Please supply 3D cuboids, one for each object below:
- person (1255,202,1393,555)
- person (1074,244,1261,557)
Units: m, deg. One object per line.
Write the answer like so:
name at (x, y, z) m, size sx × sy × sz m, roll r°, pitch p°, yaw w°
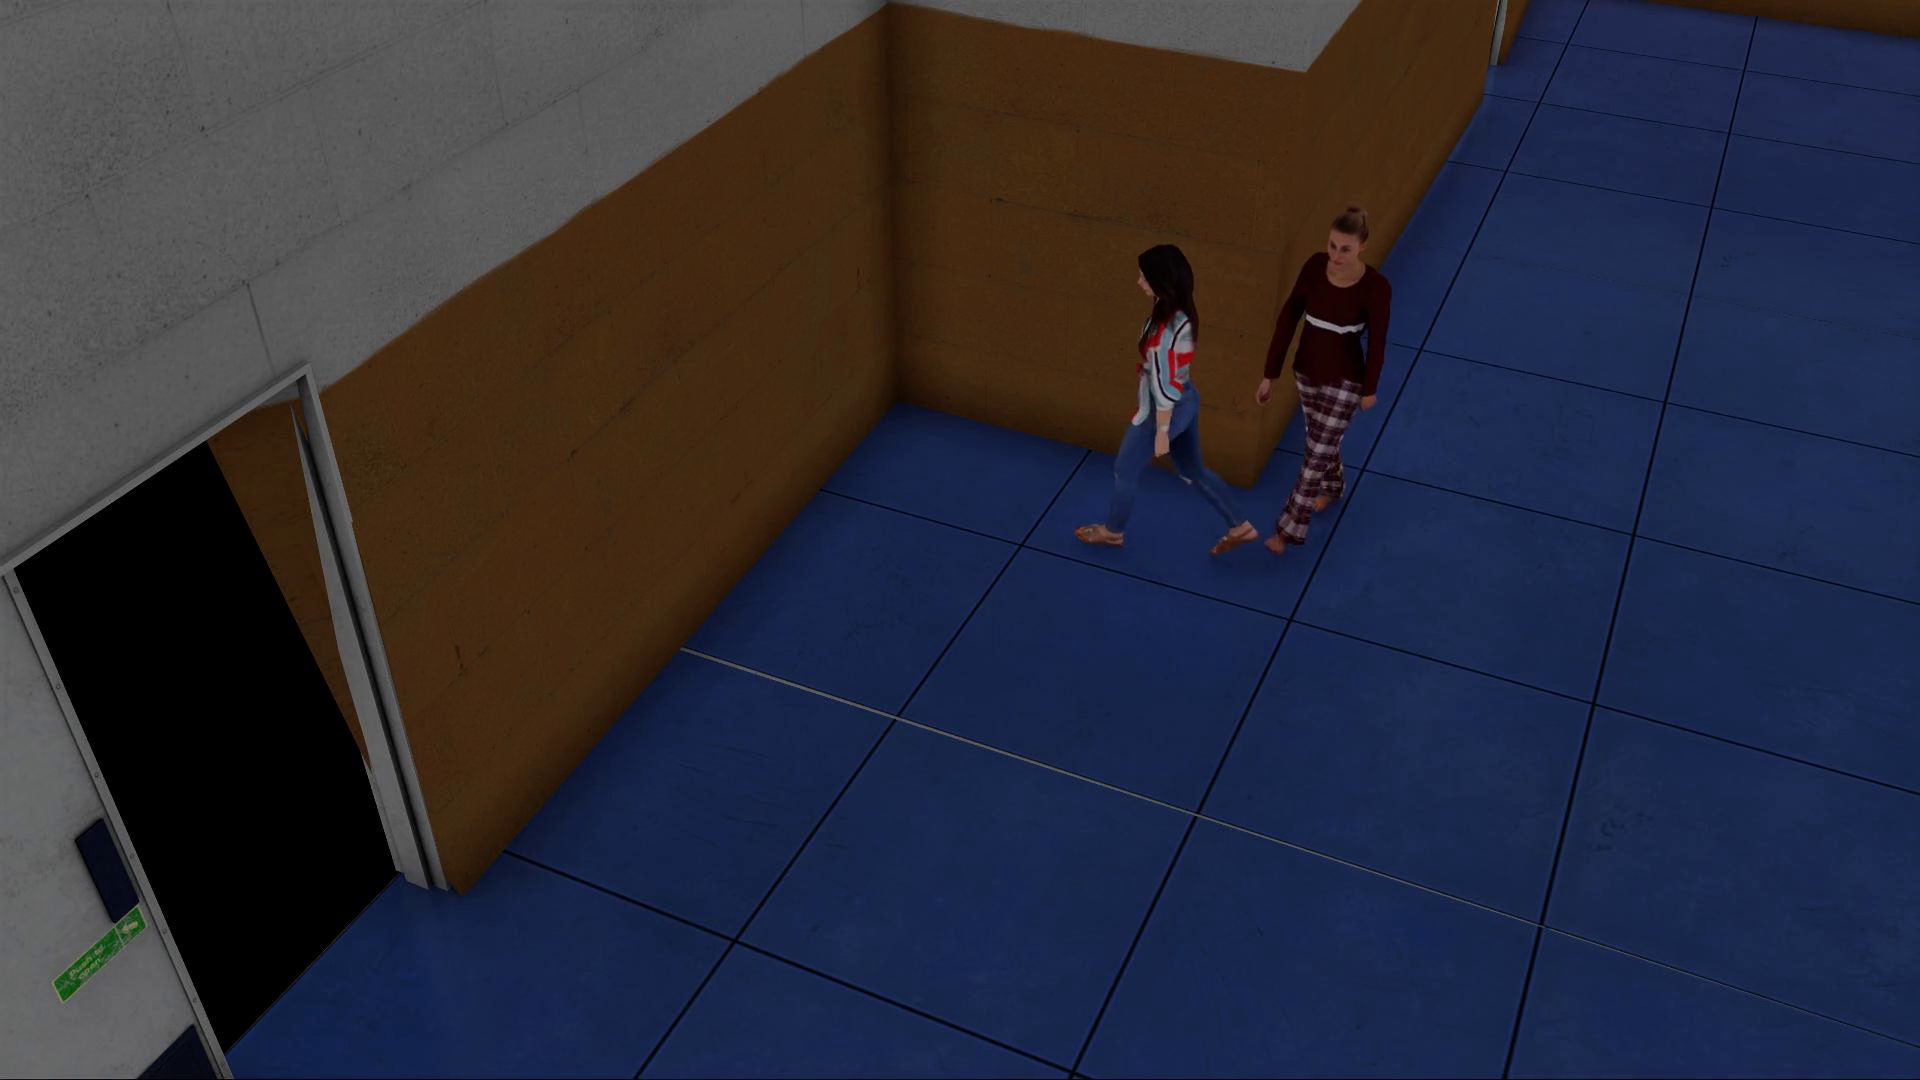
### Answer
person at (1.756, -0.797, 7.726) m, size 1.015 × 1.672 × 0.882 m, roll 30°, pitch 46°, yaw 34°
person at (1.031, -0.564, 7.502) m, size 1.123 × 1.568 × 0.732 m, roll 10°, pitch 38°, yaw 13°
